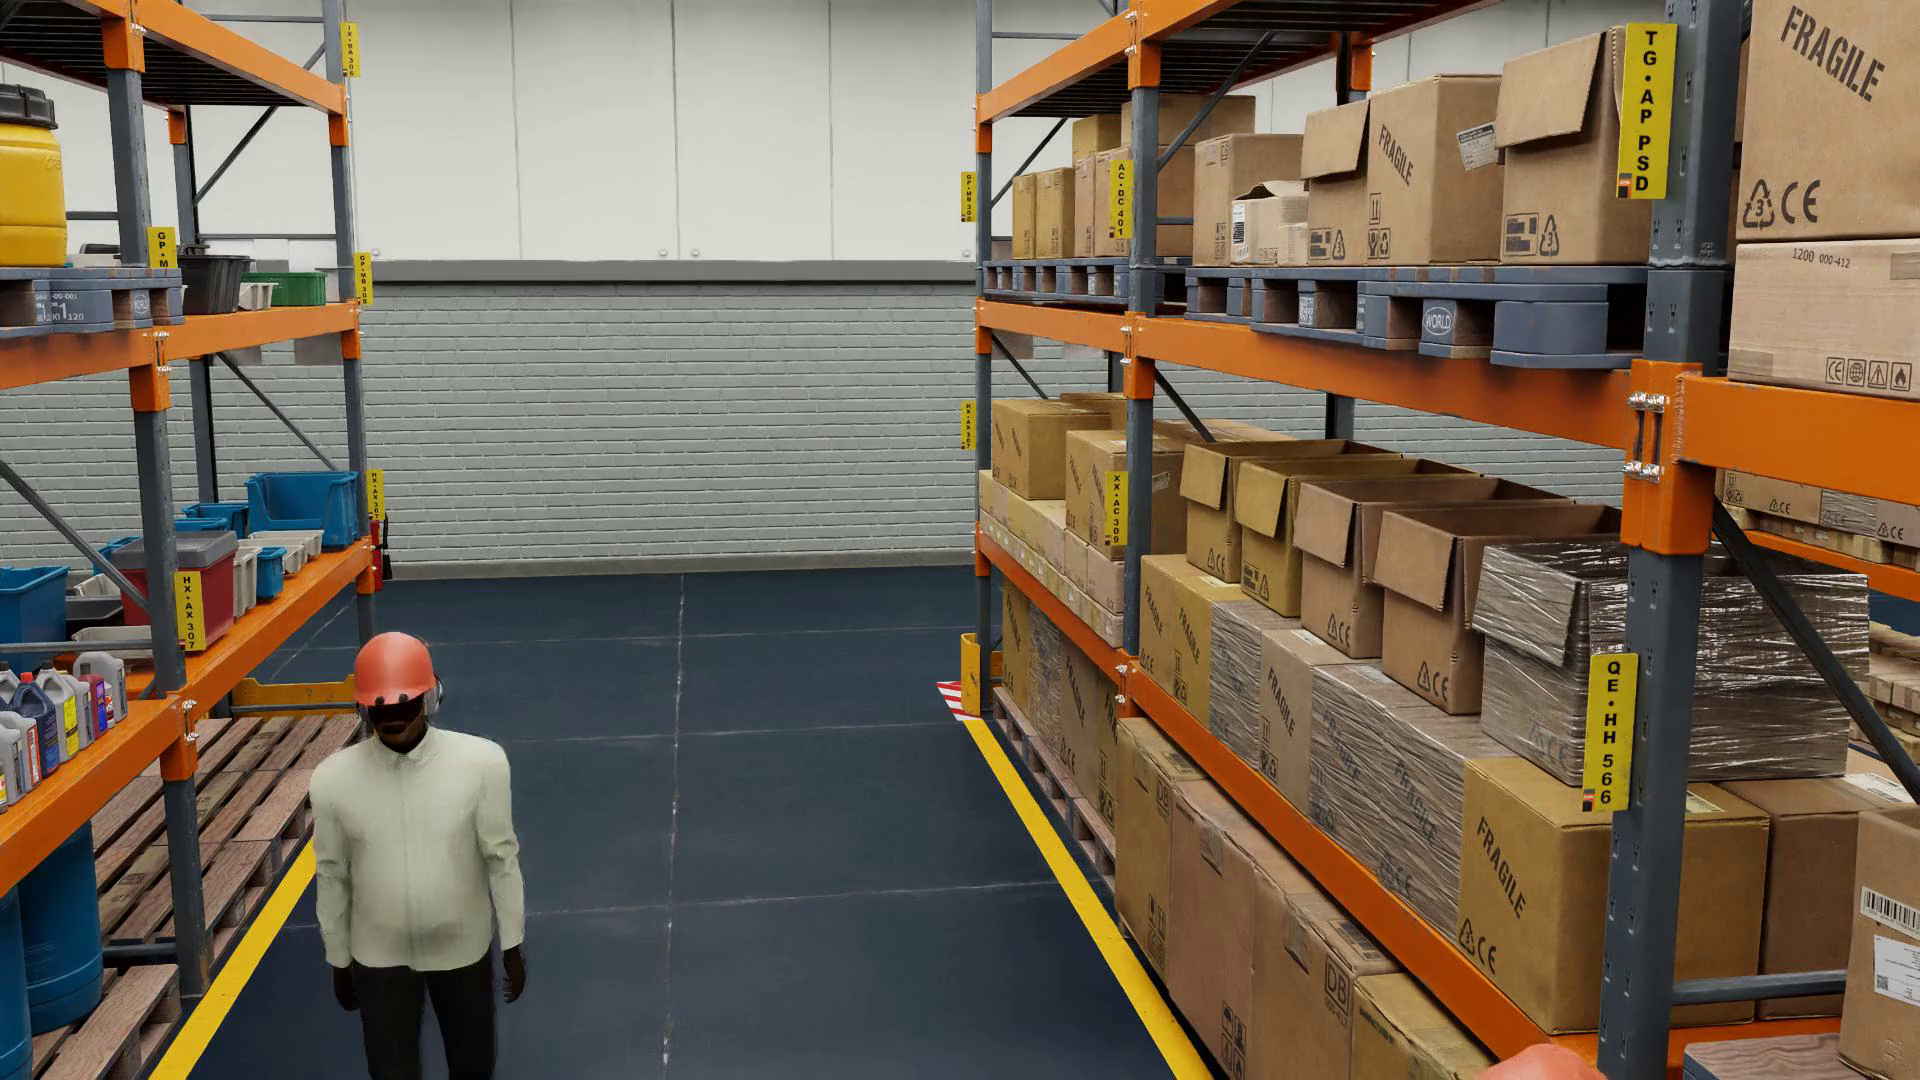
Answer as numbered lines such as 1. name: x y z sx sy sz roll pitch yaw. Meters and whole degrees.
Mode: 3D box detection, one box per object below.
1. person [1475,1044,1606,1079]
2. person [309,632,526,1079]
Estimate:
1. person: 0.734 1.663 2.232 0.609 2.044 0.397 1 9 8
2. person: -1.671 1.221 5.182 0.617 1.971 0.778 -2 10 -14
